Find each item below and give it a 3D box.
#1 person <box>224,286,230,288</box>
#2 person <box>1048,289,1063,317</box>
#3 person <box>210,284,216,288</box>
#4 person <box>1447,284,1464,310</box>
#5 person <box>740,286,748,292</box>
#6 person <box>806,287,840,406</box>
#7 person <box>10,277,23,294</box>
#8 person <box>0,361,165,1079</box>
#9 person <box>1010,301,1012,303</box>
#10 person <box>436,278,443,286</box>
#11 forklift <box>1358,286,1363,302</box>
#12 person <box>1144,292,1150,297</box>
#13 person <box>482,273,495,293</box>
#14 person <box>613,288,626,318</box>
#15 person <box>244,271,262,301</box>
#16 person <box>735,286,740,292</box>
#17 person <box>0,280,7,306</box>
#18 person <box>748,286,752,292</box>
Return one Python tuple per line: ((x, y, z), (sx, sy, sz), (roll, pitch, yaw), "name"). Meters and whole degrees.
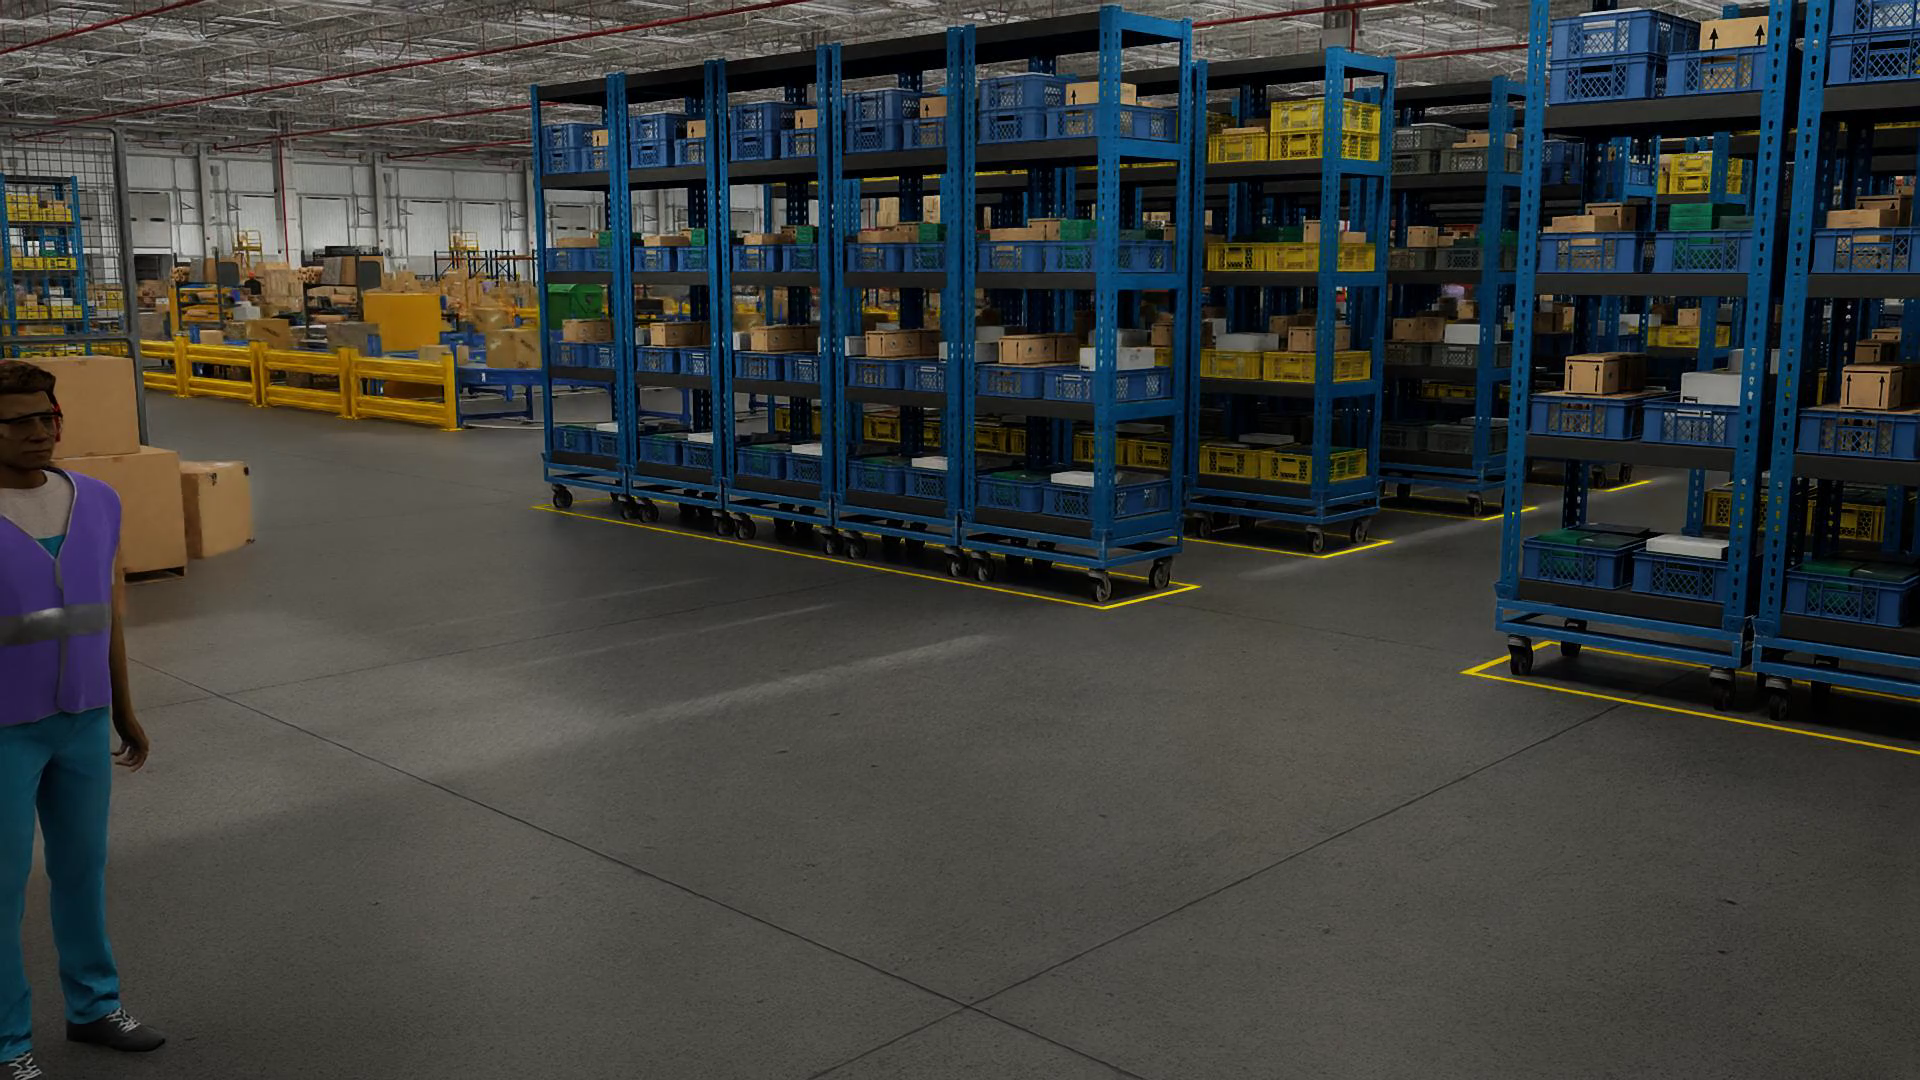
((-25.348, -8.265, 57.841), (0.946, 1.821, 0.556), (-2, 10, -13), "person")
((1.378, -2.978, 25.445), (0.608, 1.824, 0.404), (4, 10, 21), "person")
((-34.180, -11.234, 76.349), (0.715, 1.711, 0.510), (-2, 10, -13), "person")
((13.632, -6.307, 45.559), (0.652, 1.917, 0.607), (-6, 11, -31), "person")
((-8.340, -9.327, 64.265), (0.461, 1.856, 0.519), (-4, 10, -26), "person")
((-1.749, -2.261, 20.819), (0.429, 1.889, 0.659), (-8, 12, -39), "person")
((-26.866, -6.654, 47.488), (1.066, 2.003, 0.619), (-4, 10, -22), "person")
((-2.355, 0.471, 4.222), (0.386, 1.845, 0.568), (4, 10, 24), "person")
((1.372, -5.527, 41.574), (0.897, 1.647, 0.546), (4, 10, 24), "person")
((-24.954, -11.856, 80.343), (0.664, 1.663, 0.398), (0, 9, 0), "person")
((11.100, -7.017, 46.970), (1.873, 2.768, 1.129), (9, 13, 43), "forklift")
((7.021, -9.023, 62.886), (0.316, 1.695, 0.542), (1, 9, 4), "person")
((-22.929, -12.053, 80.903), (0.602, 1.892, 0.943), (-3, 10, -17), "person")
((-8.285, -5.466, 40.886), (0.522, 1.762, 0.320), (1, 9, 6), "person")
((-26.900, -9.233, 63.294), (0.611, 1.985, 0.393), (-3, 10, -19), "person")
((-9.550, -10.500, 72.053), (0.812, 1.663, 0.539), (2, 9, 10), "person")
((-43.148, -11.050, 74.733), (1.040, 1.896, 0.625), (0, 9, 1), "person")
((-10.151, -11.991, 80.383), (0.949, 1.931, 0.612), (-2, 10, -14), "person")
